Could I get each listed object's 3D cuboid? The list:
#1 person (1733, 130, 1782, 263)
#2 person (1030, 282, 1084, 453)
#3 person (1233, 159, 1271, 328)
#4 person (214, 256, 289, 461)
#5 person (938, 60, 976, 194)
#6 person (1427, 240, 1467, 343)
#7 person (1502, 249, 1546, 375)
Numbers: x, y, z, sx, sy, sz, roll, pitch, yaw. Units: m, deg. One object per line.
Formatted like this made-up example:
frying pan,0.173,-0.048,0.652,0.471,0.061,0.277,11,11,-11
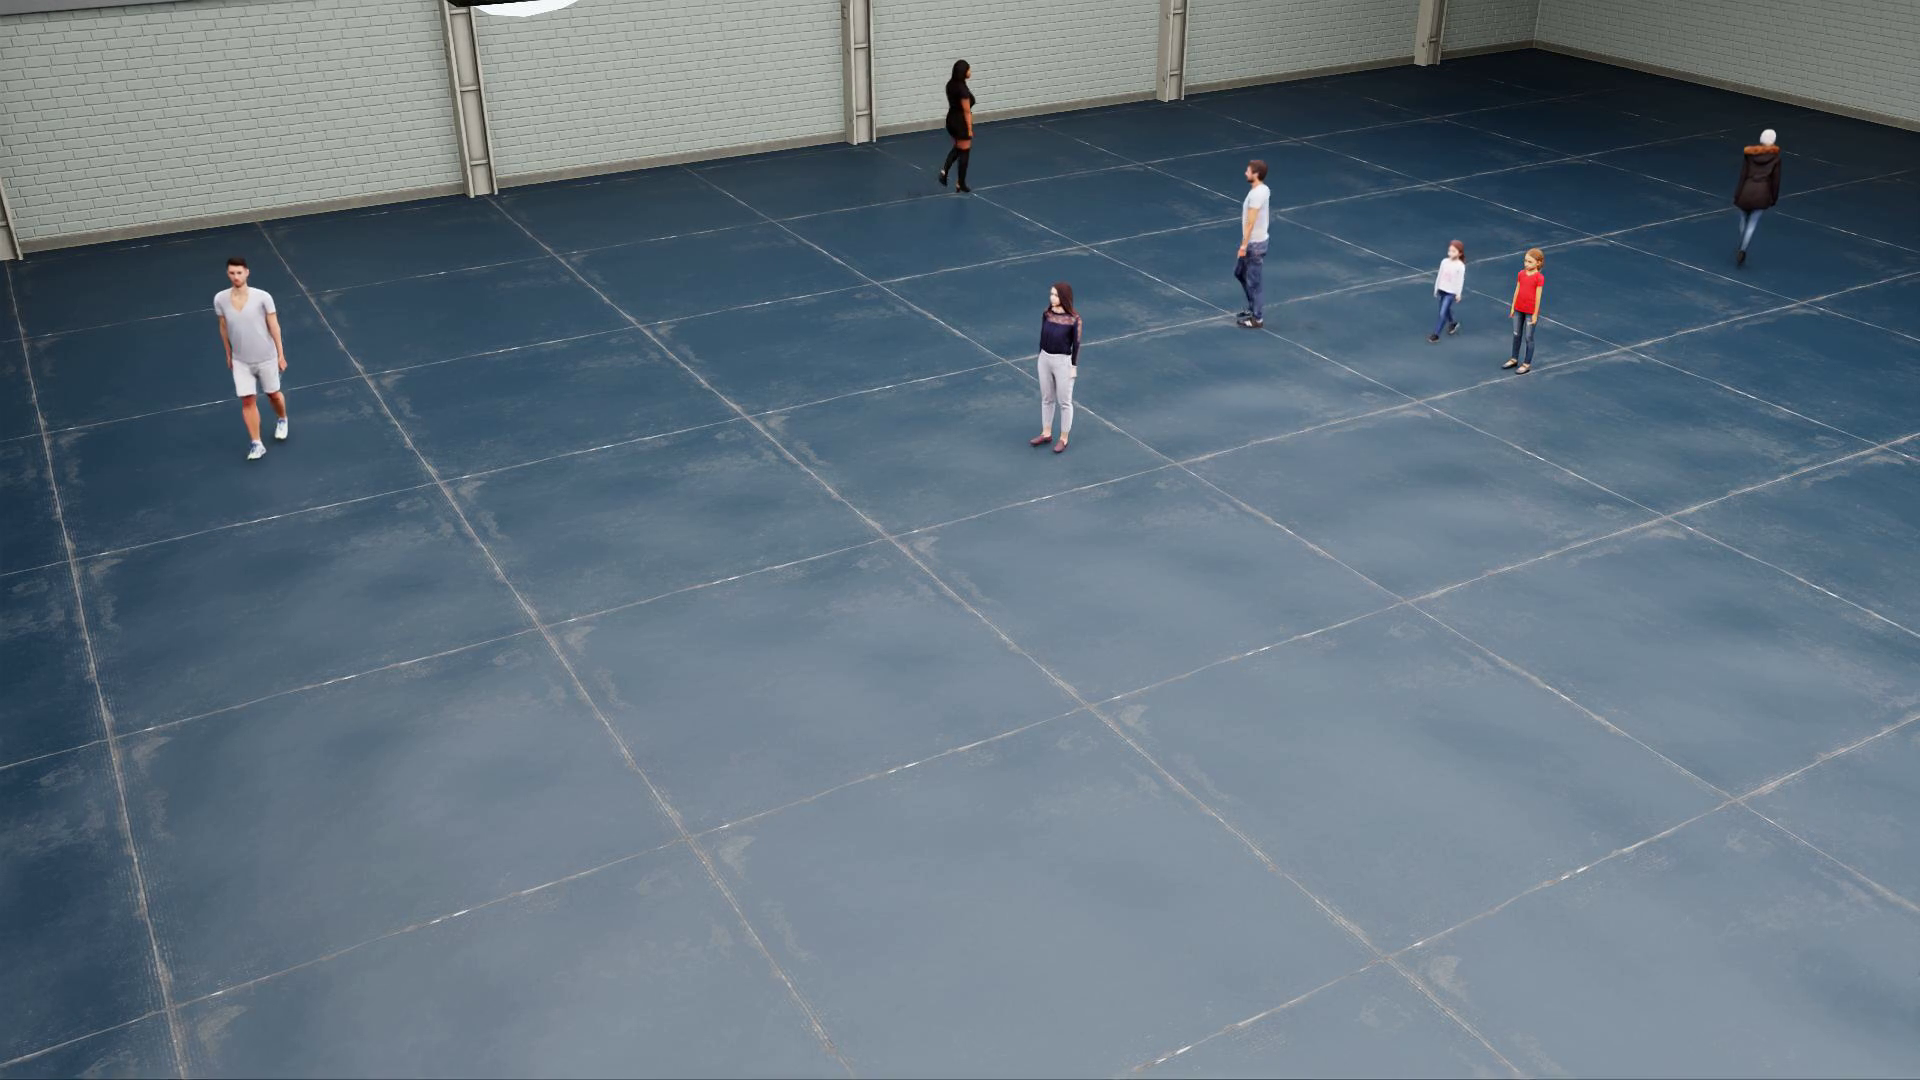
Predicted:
person,9.693,-4.161,20.297,0.967,1.596,1.154,15,31,27
person,0.887,-1.603,15.316,0.667,1.608,0.654,21,34,35
person,3.318,-3.225,18.196,0.815,1.854,0.764,5,28,10
person,-6.475,-1.734,15.329,1.100,1.829,1.016,-4,27,-7
person,-0.077,-5.692,23.002,0.710,1.842,0.652,-15,31,-26
person,5.327,-2.719,18.048,0.809,1.090,0.495,-19,33,-32
person,5.848,-2.368,17.129,0.504,1.307,0.485,-19,33,-33
